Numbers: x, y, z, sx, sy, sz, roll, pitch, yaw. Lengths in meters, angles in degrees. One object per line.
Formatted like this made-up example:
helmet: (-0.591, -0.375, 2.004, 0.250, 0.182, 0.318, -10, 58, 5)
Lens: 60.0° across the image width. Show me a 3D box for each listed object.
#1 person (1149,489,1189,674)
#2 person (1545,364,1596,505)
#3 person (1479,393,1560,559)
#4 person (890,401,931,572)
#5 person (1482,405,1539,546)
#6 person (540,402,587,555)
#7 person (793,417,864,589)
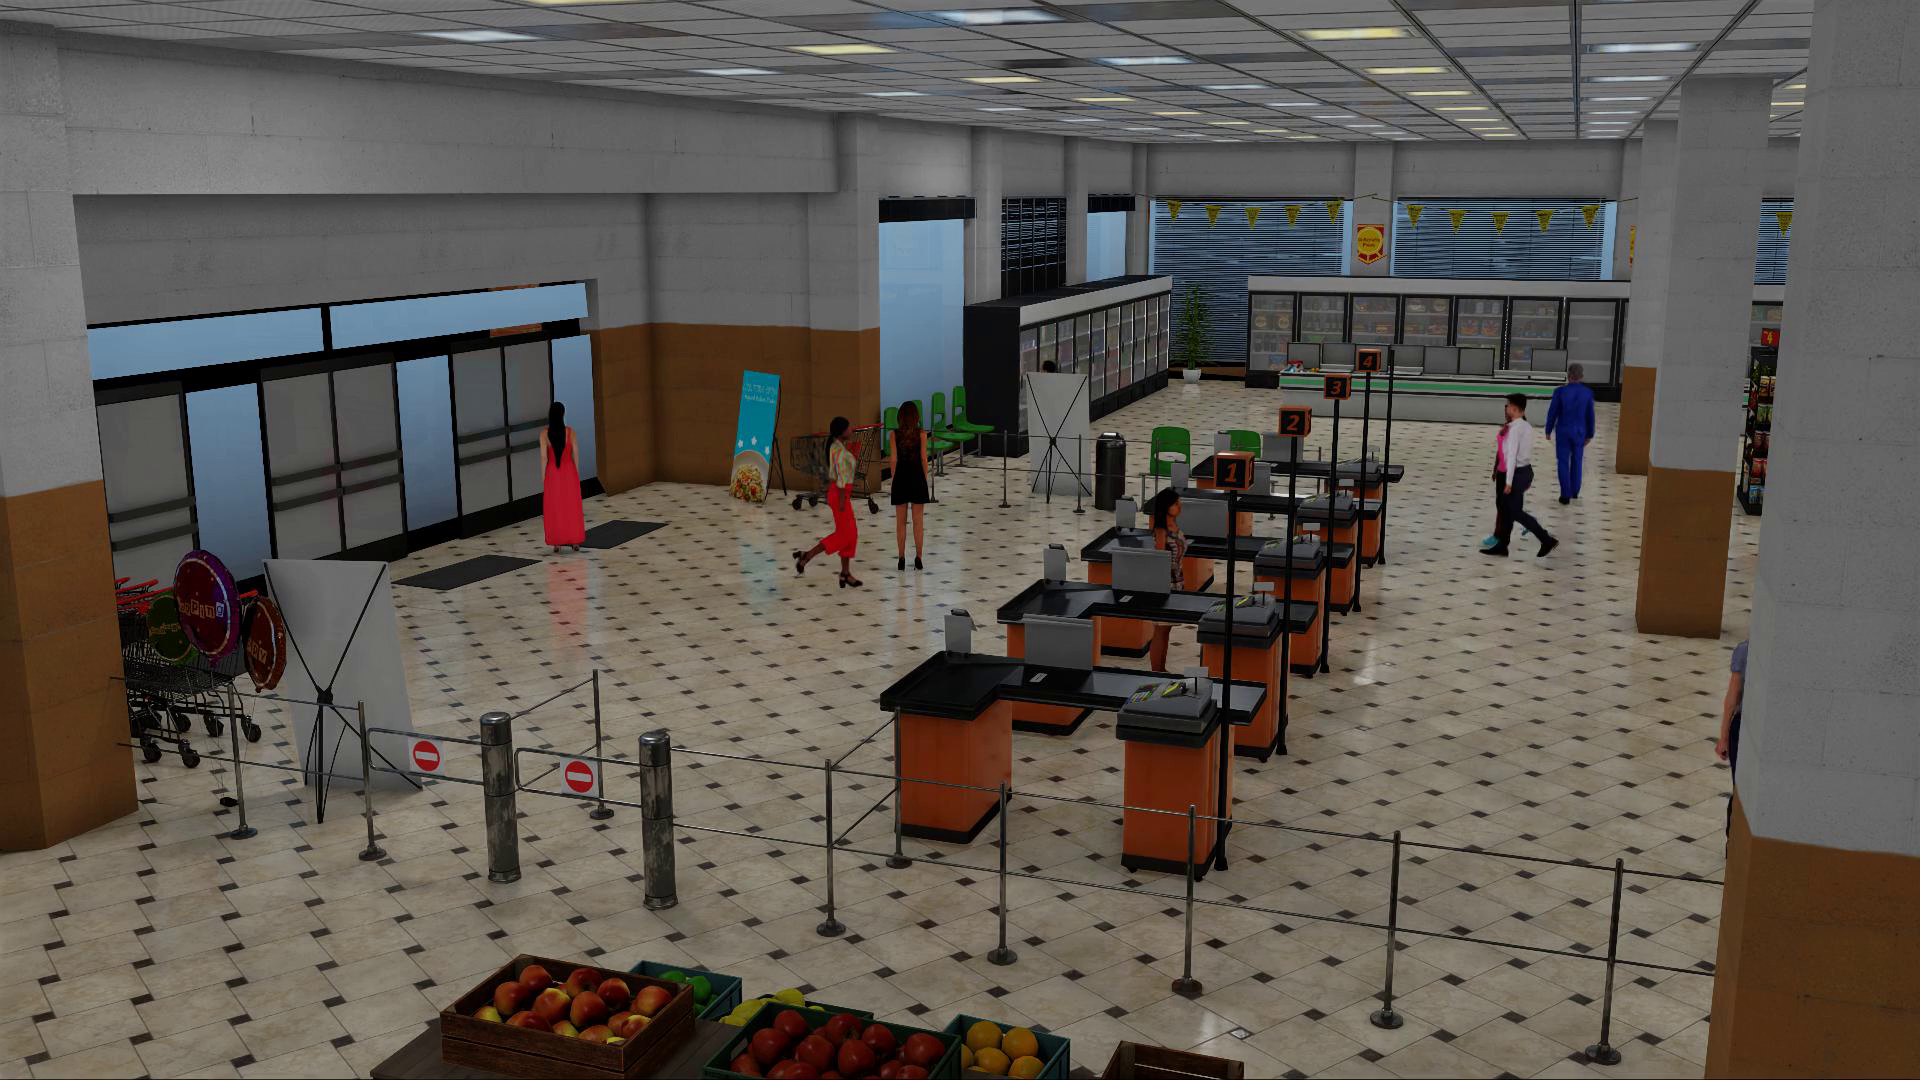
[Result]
person: (1.694, 0.386, 13.720, 0.506, 1.645, 0.642, 4, 13, 20)
person: (7.946, -1.353, 21.594, 0.866, 1.804, 0.907, 1, 12, 5)
person: (6.199, -0.662, 18.240, 1.157, 1.832, 0.821, 10, 16, 40)
person: (-0.546, -0.577, 17.831, 0.584, 1.835, 0.709, -1, 12, -2)
person: (6.351, -0.749, 19.003, 1.065, 1.689, 0.961, -2, 12, -8)
person: (-4.481, -0.700, 18.679, 0.701, 1.727, 0.778, -4, 13, -18)
person: (-1.304, -0.357, 16.925, 1.044, 1.778, 0.916, -4, 12, -18)
